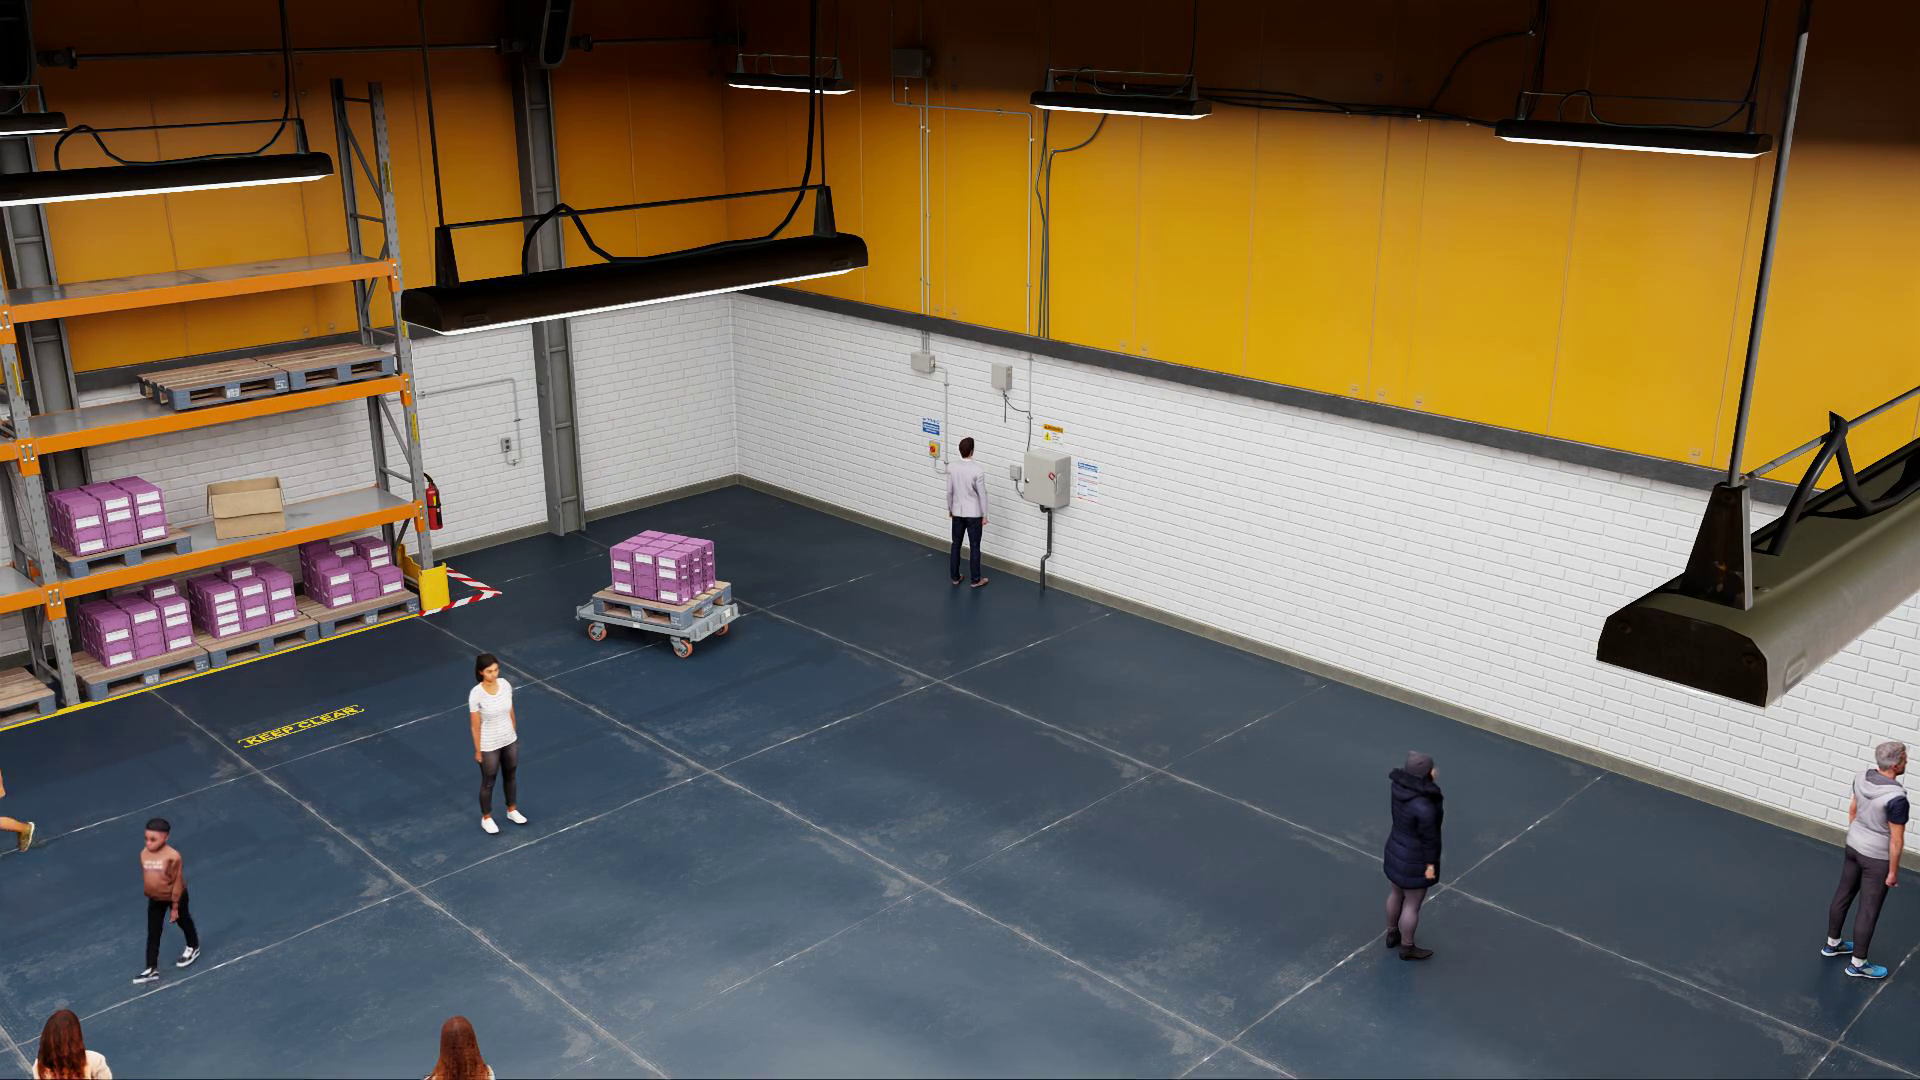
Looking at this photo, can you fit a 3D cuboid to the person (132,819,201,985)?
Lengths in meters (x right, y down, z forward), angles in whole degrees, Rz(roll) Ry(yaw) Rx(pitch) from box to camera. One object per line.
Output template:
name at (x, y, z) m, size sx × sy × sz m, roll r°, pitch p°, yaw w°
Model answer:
person at (-5.825, 2.613, 12.342) m, size 0.788 × 1.230 × 0.913 m, roll 3°, pitch 19°, yaw 10°

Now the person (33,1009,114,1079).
person at (-5.109, 3.378, 9.673) m, size 0.617 × 1.484 × 0.711 m, roll -3°, pitch 19°, yaw -10°

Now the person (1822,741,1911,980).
person at (6.712, 2.320, 12.275) m, size 0.790 × 1.828 × 0.763 m, roll -2°, pitch 19°, yaw -6°

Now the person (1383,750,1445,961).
person at (3.379, 2.345, 12.449) m, size 0.812 × 1.671 × 0.787 m, roll -6°, pitch 19°, yaw -16°

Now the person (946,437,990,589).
person at (0.080, -0.345, 20.155) m, size 0.746 × 1.852 × 0.687 m, roll 9°, pitch 21°, yaw 25°

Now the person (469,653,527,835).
person at (-4.006, 1.736, 14.310) m, size 0.628 × 1.638 × 0.470 m, roll 15°, pitch 24°, yaw 38°

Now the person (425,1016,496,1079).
person at (-2.721, 3.430, 9.161) m, size 0.937 × 1.714 × 0.820 m, roll -9°, pitch 21°, yaw -25°
